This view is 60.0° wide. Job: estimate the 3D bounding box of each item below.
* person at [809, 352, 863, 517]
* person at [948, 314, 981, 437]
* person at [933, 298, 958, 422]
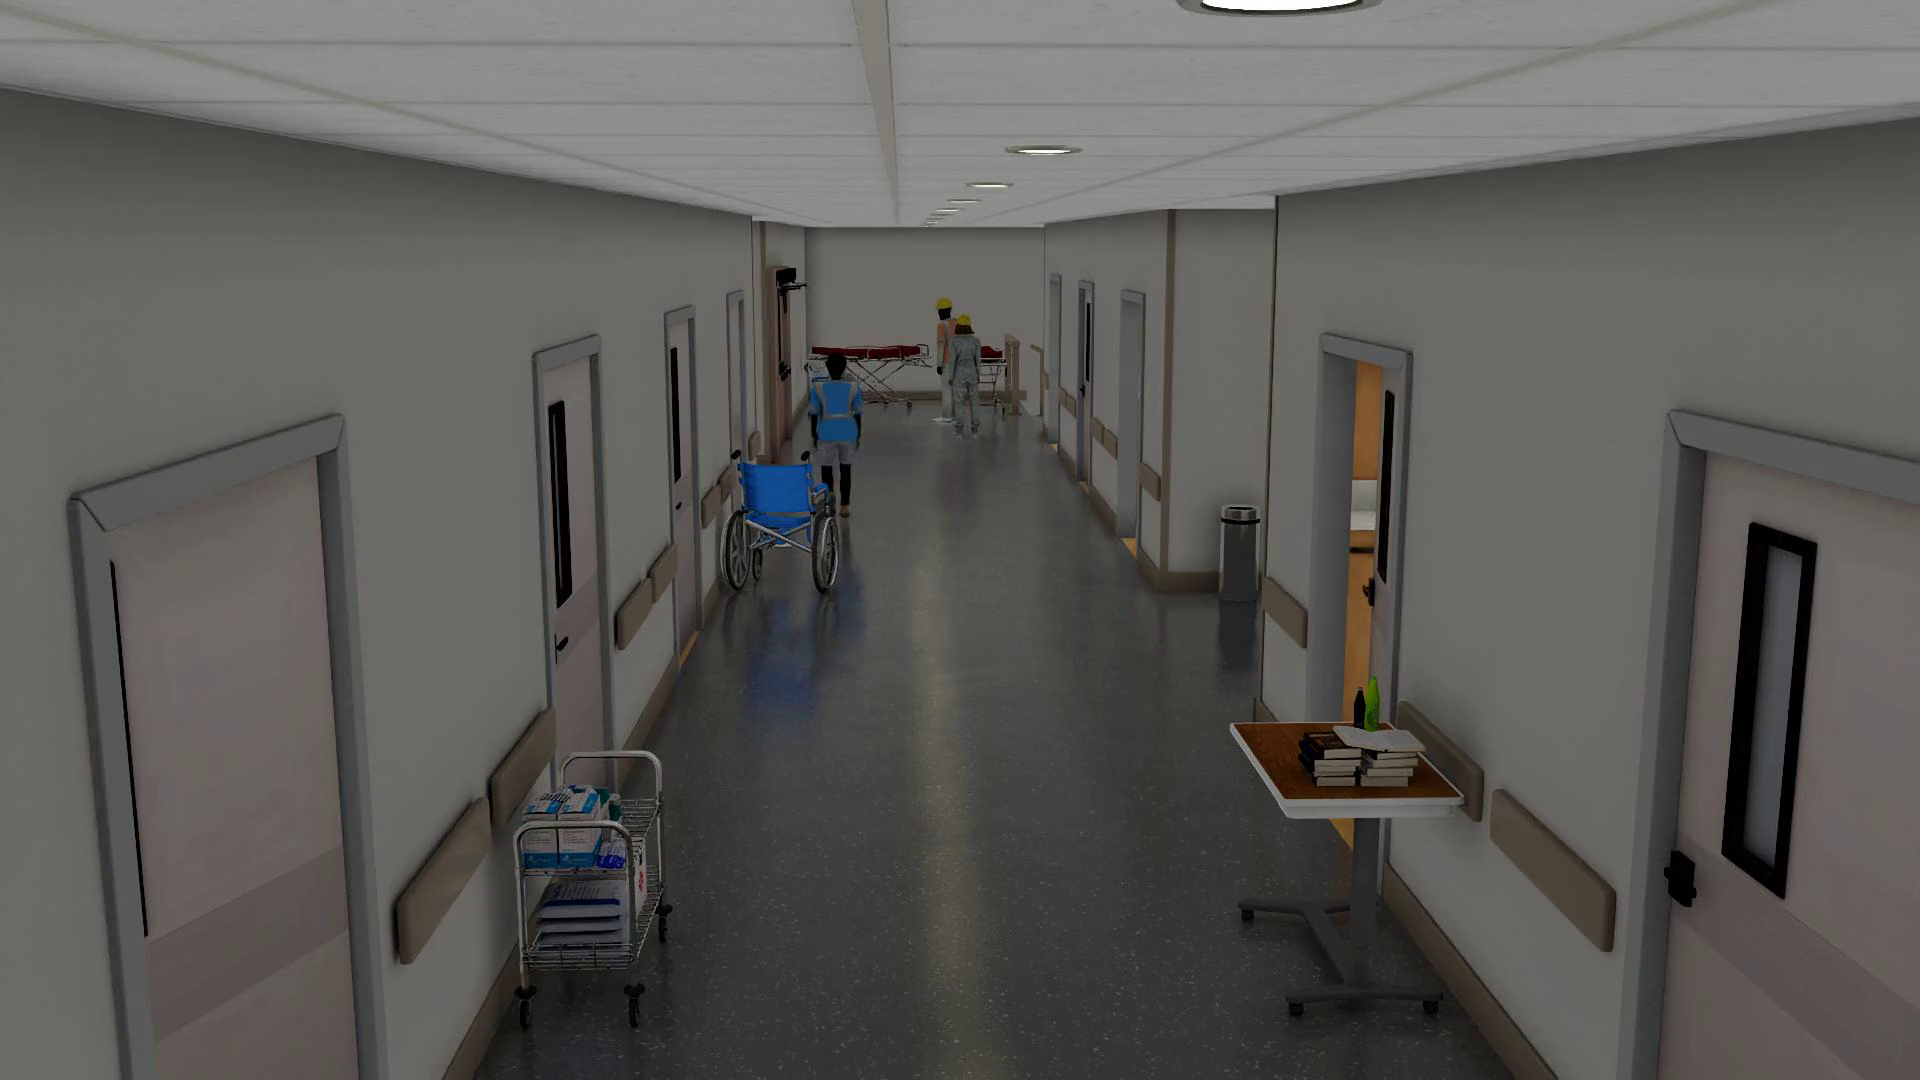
[{"bbox_3d":[-1.226,-1.022,16.585,0.538,1.683,0.585,-1,10,-8],"label":"person"},{"bbox_3d":[0.062,-2.342,23.732,0.484,1.745,0.298,-3,11,-17],"label":"person"},{"bbox_3d":[-0.204,-2.773,25.657,0.392,1.918,0.585,6,12,30],"label":"person"}]
